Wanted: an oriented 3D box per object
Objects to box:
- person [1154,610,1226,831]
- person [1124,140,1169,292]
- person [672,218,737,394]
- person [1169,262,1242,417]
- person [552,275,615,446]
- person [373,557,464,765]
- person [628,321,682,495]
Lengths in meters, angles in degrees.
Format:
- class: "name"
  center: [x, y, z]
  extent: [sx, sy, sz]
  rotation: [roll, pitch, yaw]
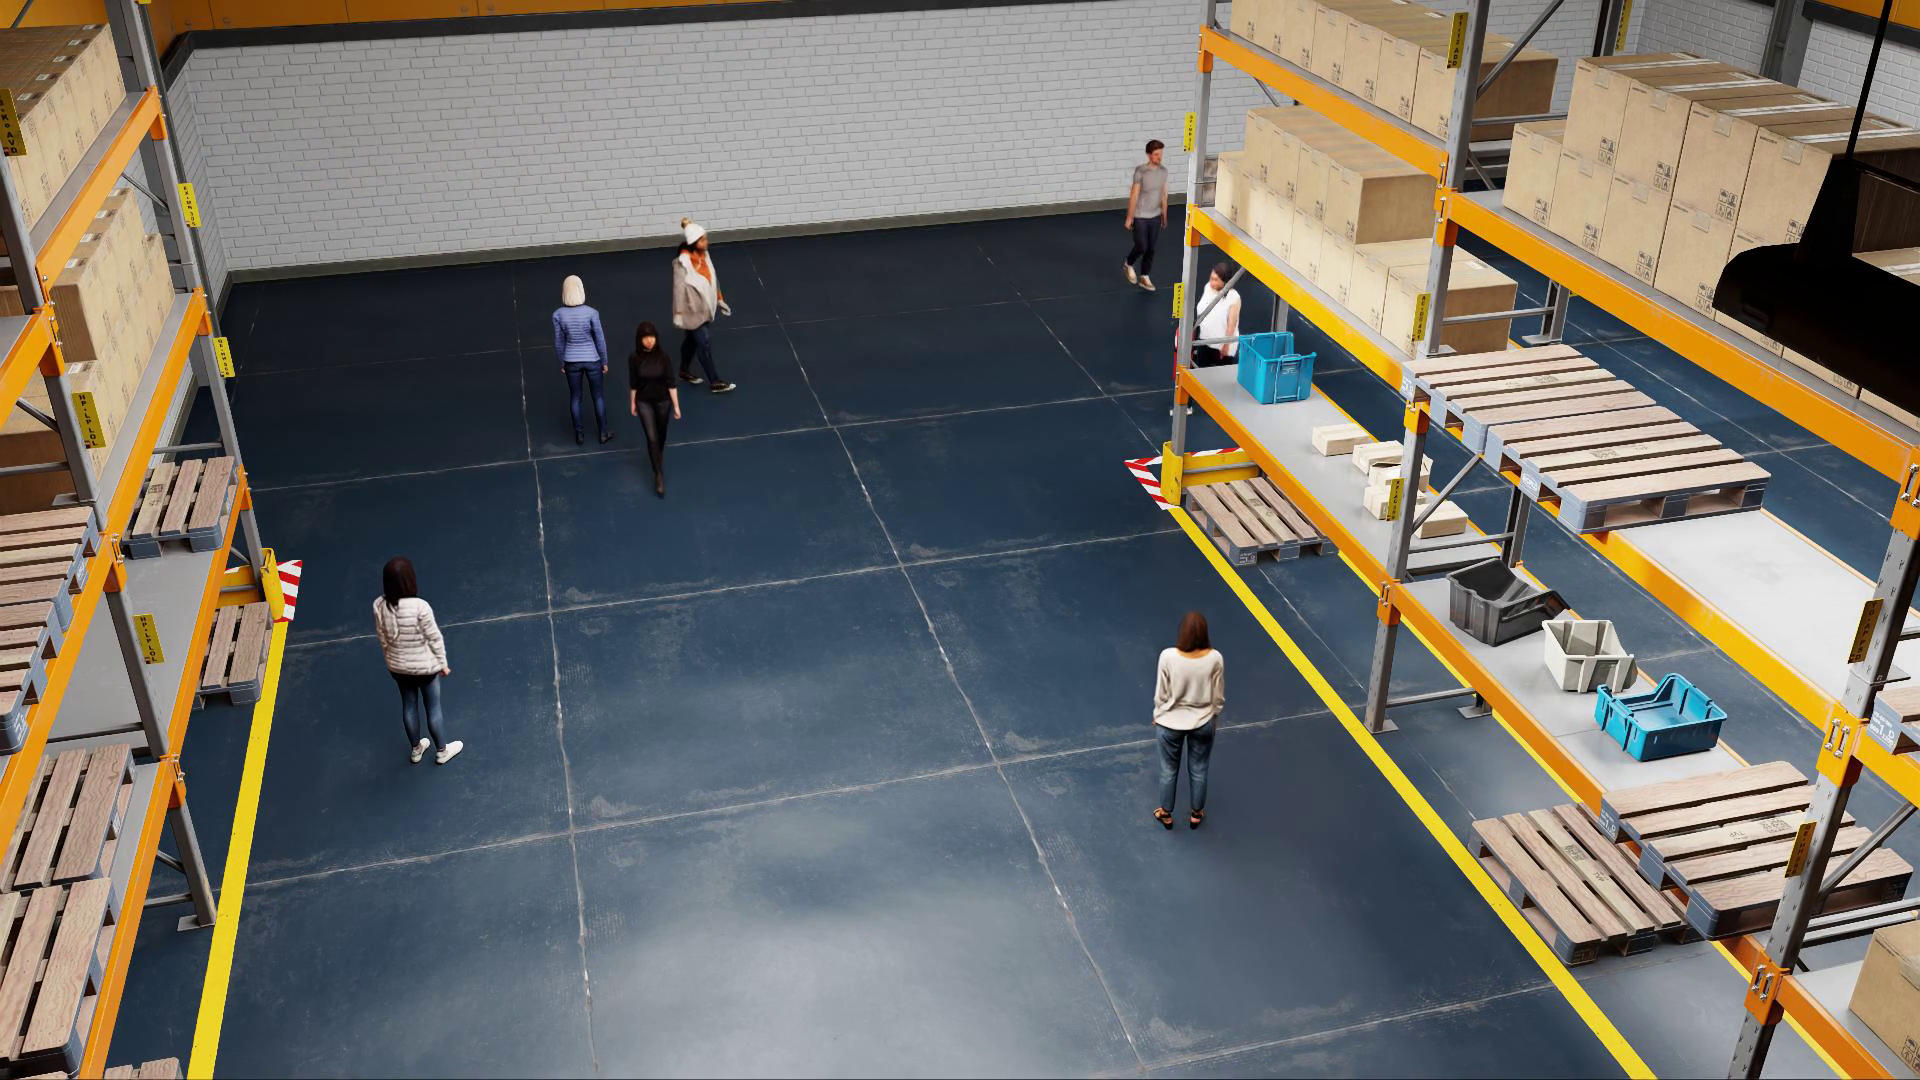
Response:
- class: "person"
  center: [1.496, 1.191, 10.970]
  extent: [0.672, 1.682, 0.635]
  rotation: [1, 29, 2]
- class: "person"
  center: [2.213, -3.954, 20.209]
  extent: [0.763, 1.866, 0.806]
  rotation: [-15, 32, -25]
- class: "person"
  center: [-2.875, -2.472, 17.502]
  extent: [1.085, 1.857, 1.091]
  rotation: [9, 30, 16]
- class: "person"
  center: [2.656, -2.035, 16.902]
  extent: [0.911, 1.665, 0.951]
  rotation: [-18, 33, -30]
- class: "person"
  center: [-3.705, -1.766, 16.324]
  extent: [0.687, 1.745, 0.619]
  rotation: [-1, 29, -2]
- class: "person"
  center: [-3.821, 0.847, 11.646]
  extent: [0.693, 1.638, 0.684]
  rotation: [4, 29, 8]
- class: "person"
  center: [-2.888, -1.319, 15.644]
  extent: [0.608, 1.611, 1.047]
  rotation: [-8, 30, -14]
